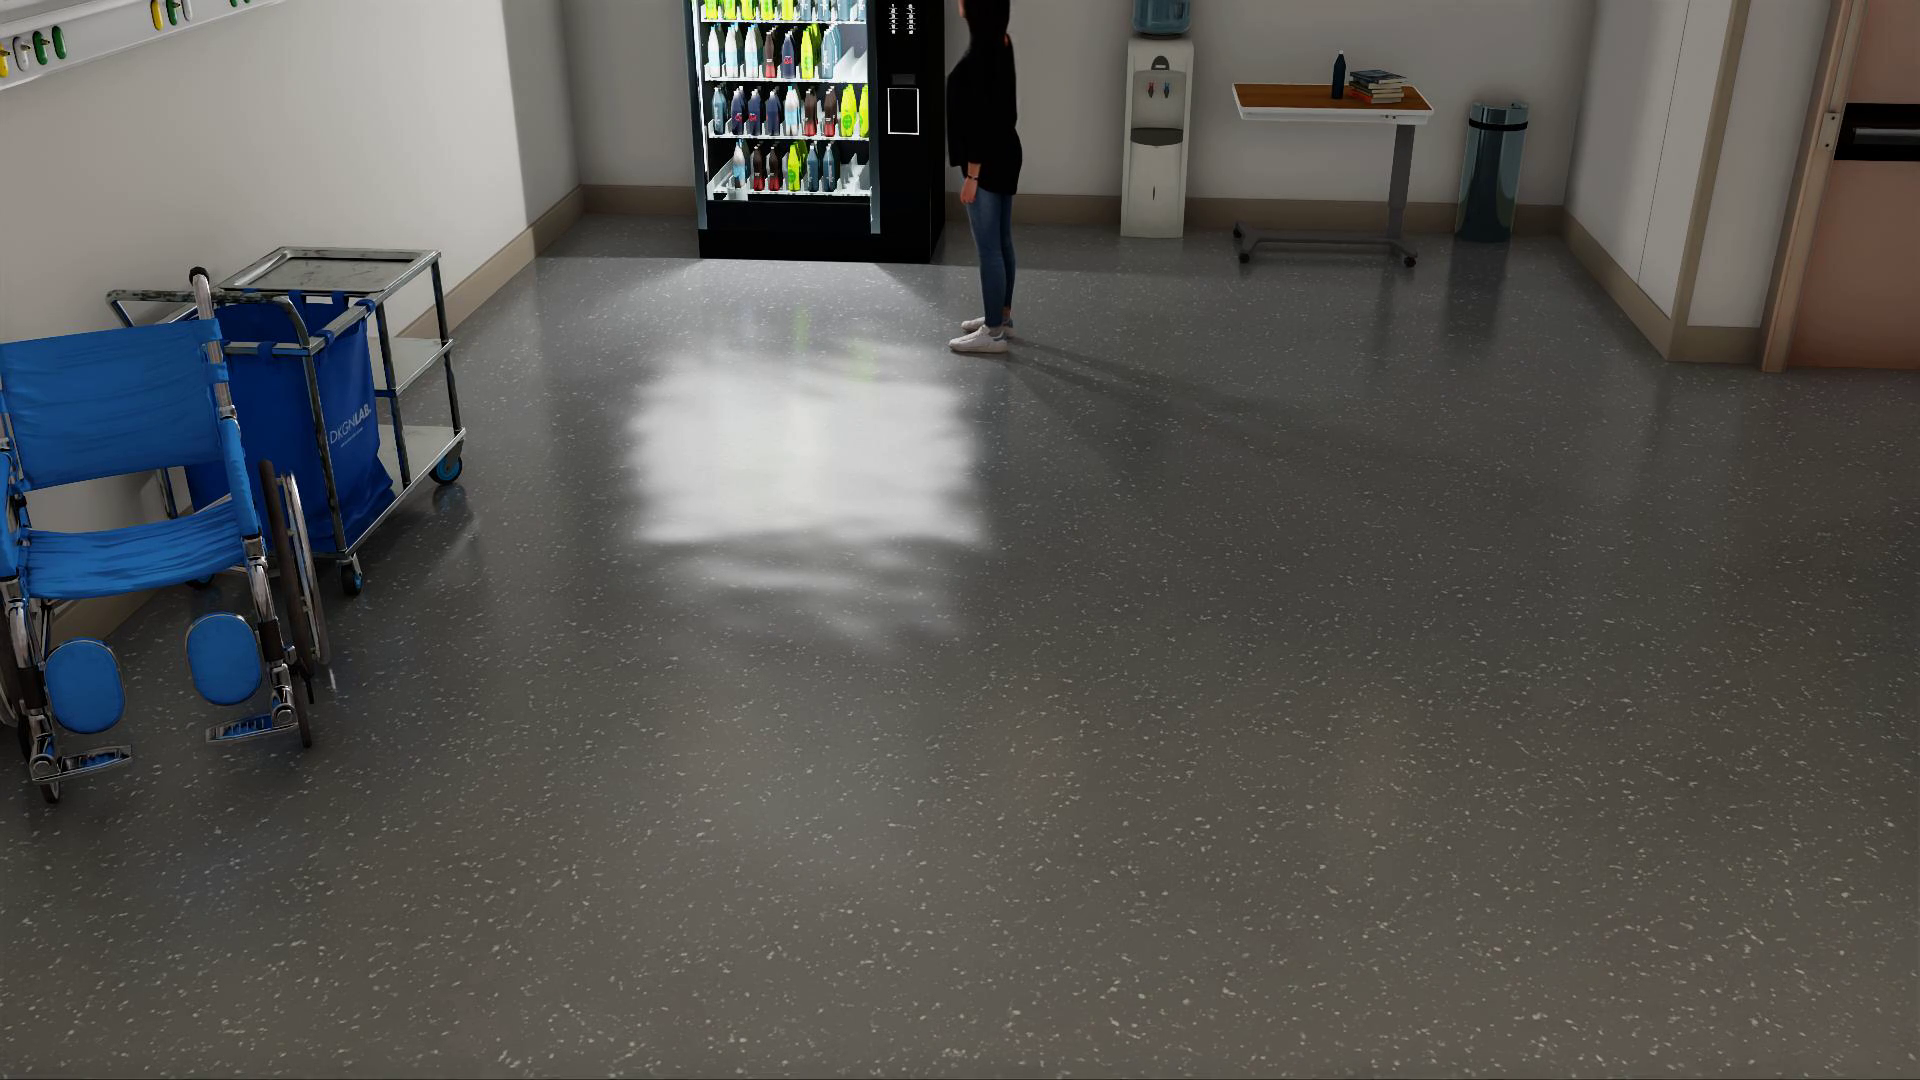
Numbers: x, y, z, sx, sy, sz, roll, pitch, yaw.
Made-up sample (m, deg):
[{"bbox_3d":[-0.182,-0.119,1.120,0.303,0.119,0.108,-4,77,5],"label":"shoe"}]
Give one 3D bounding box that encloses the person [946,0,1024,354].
[{"bbox_3d":[0.129,-1.630,7.144,0.585,1.646,0.612,8,27,15],"label":"person"}]
